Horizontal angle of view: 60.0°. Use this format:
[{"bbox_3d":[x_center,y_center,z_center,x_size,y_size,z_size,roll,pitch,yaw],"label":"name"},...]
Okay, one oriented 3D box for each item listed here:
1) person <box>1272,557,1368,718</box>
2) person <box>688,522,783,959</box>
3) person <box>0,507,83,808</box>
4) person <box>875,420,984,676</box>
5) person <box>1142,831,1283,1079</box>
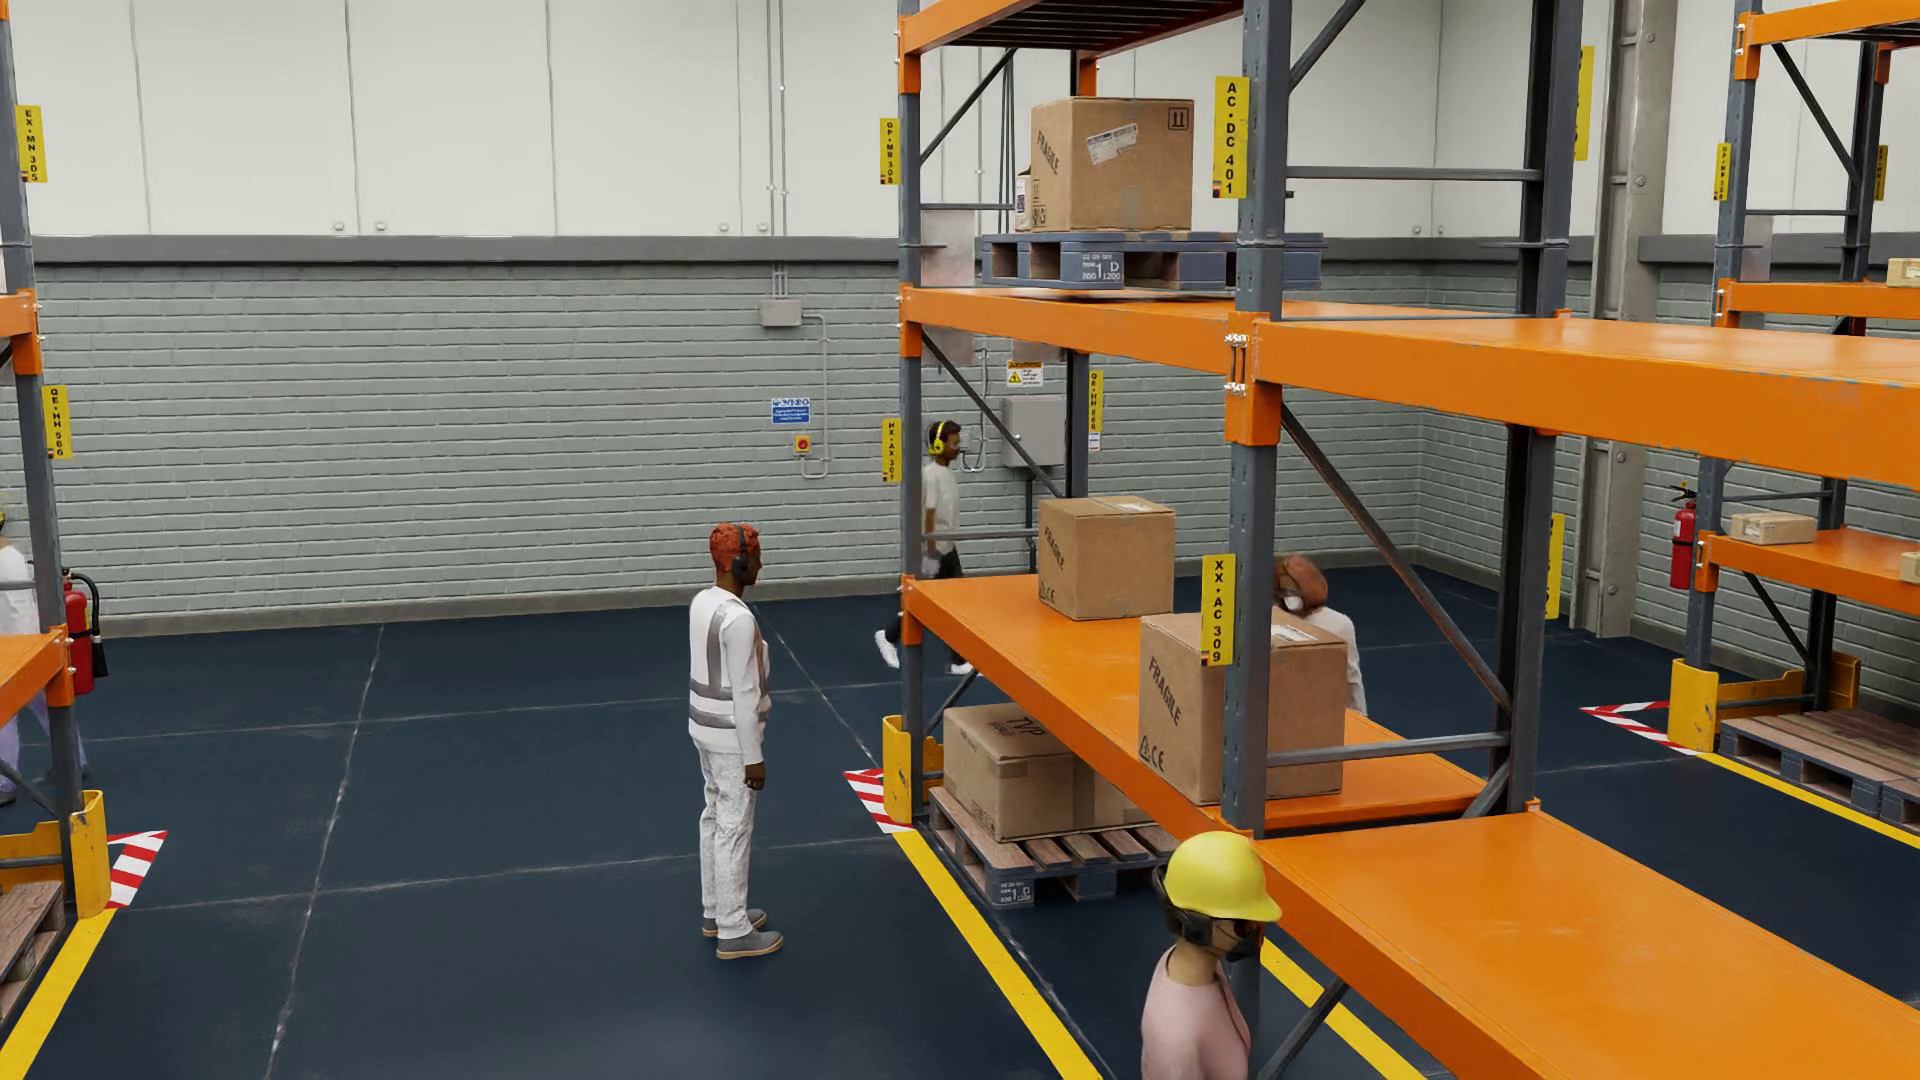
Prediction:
[{"bbox_3d":[1.624,0.869,7.846,0.607,1.595,0.590,2,10,9],"label":"person"},{"bbox_3d":[-0.982,0.855,7.170,0.359,1.880,0.575,-5,11,-25],"label":"person"},{"bbox_3d":[-5.202,0.597,9.077,0.612,1.721,0.779,8,13,40],"label":"person"},{"bbox_3d":[-0.189,0.063,11.787,0.770,1.846,0.516,3,10,17],"label":"person"},{"bbox_3d":[0.541,1.506,3.777,0.330,1.765,0.533,2,10,12],"label":"person"}]
